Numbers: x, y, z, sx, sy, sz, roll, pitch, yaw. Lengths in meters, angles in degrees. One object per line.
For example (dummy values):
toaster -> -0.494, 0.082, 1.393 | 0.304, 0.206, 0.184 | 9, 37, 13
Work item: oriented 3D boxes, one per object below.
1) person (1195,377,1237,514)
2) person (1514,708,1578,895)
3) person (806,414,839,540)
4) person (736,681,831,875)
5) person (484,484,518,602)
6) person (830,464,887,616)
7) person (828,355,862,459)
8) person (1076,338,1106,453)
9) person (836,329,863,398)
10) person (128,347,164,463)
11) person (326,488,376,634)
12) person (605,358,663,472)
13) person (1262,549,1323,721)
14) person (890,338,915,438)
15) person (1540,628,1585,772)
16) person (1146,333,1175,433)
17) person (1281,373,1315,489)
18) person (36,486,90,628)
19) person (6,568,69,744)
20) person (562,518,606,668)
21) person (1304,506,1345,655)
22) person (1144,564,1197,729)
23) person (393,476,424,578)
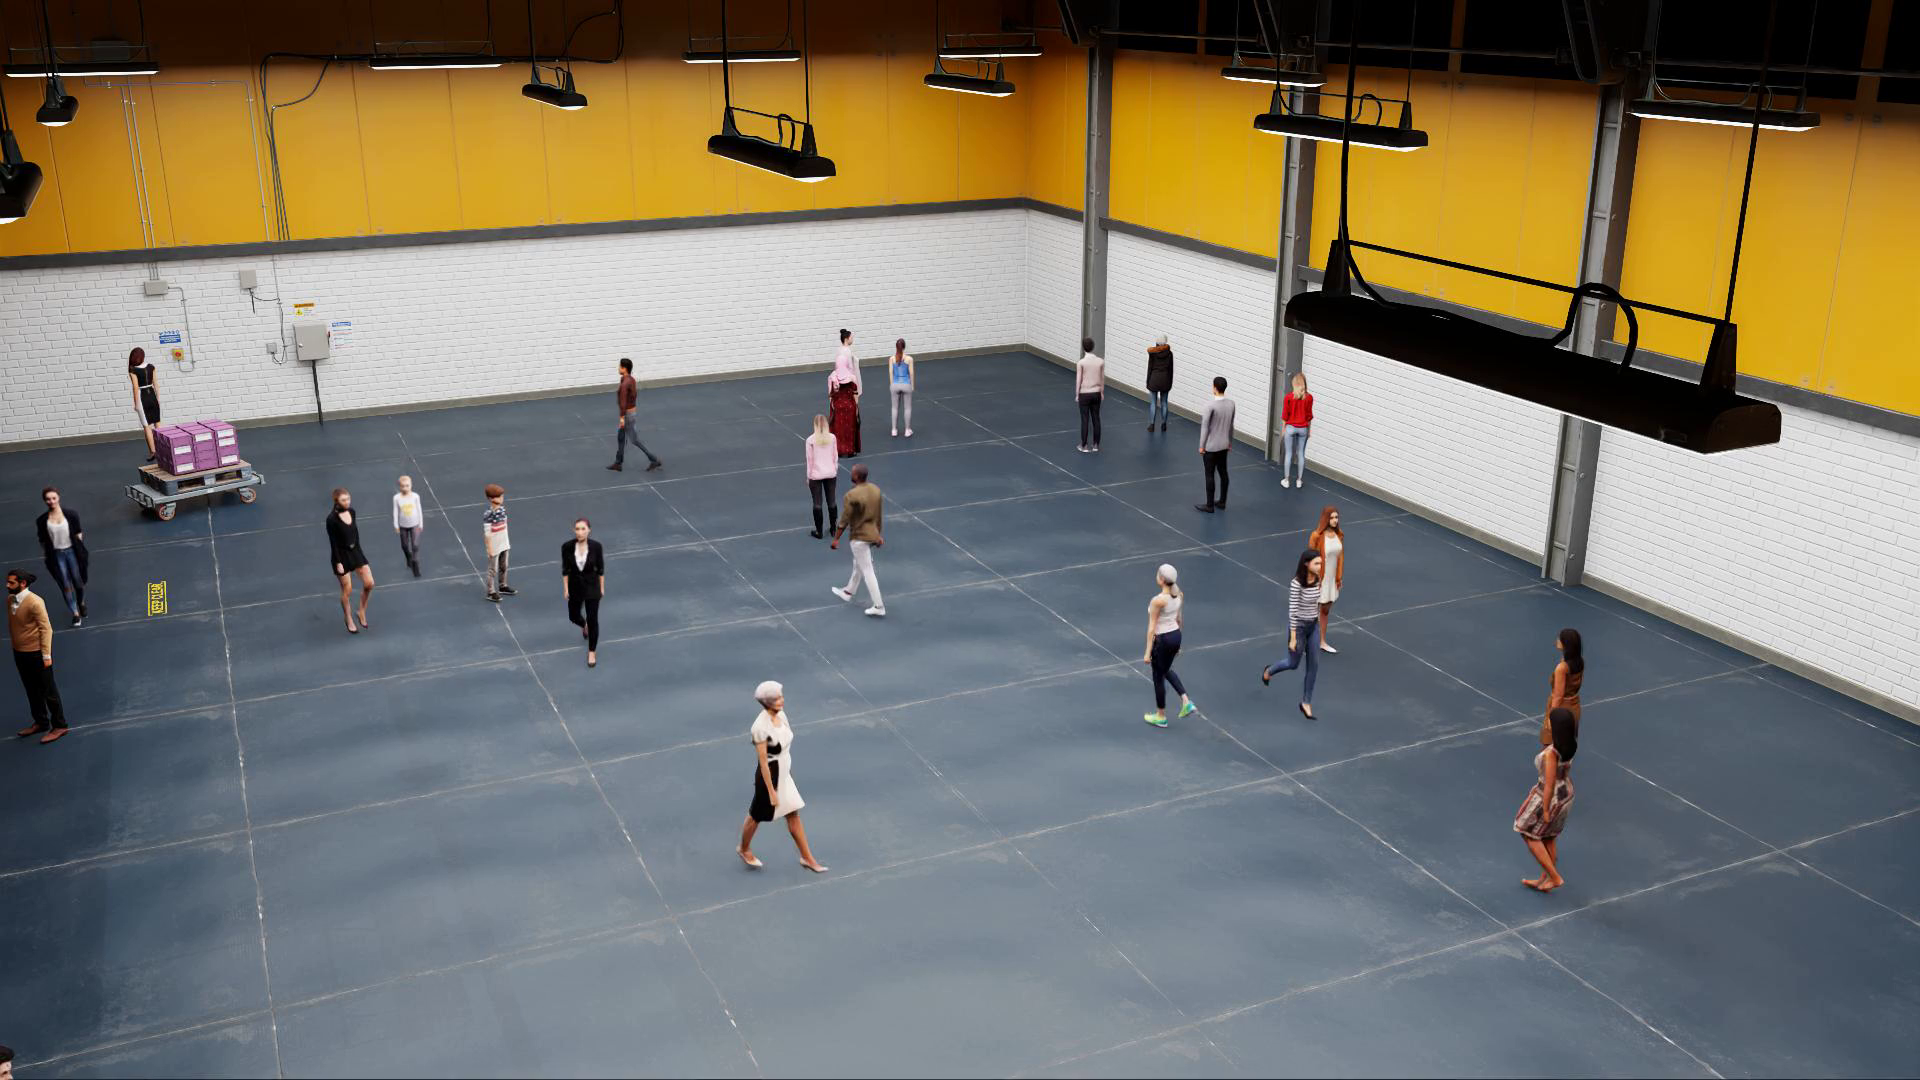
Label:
person -> 3.600, -1.342, 23.289 | 0.772, 1.922, 0.679 | -13, 23, -34
person -> 4.843, 2.136, 13.412 | 0.742, 1.635, 0.777 | -17, 25, -40
person -> -1.839, -0.860, 22.225 | 0.590, 1.687, 0.523 | -9, 20, -24
person -> -1.636, 1.992, 13.731 | 1.158, 1.703, 1.083 | 7, 20, 20
person -> -5.577, 0.017, 20.019 | 0.662, 1.435, 0.609 | 8, 20, 22
person -> -1.066, 0.025, 19.432 | 1.261, 1.793, 1.090 | 12, 22, 32
person -> -1.813, -2.096, 25.974 | 0.762, 1.637, 0.775 | 2, 19, 5
person -> 2.048, -2.303, 26.324 | 0.661, 1.807, 0.590 | -5, 19, -14
person -> -1.865, -2.618, 27.358 | 0.765, 1.743, 0.586 | -6, 20, -18
person -> -12.575, -2.101, 25.742 | 0.666, 1.795, 0.648 | 11, 22, 30
person -> -7.003, 0.234, 18.887 | 0.785, 1.746, 0.735 | 10, 21, 27
person -> -4.907, -1.844, 25.059 | 1.033, 1.744, 1.158 | 0, 19, 0
person -> 3.387, 0.929, 16.778 | 0.728, 1.775, 1.022 | -14, 23, -35
person -> -0.958, -2.497, 27.213 | 0.639, 1.606, 0.668 | 3, 19, 8
person -> 5.432, 1.588, 14.959 | 0.634, 1.686, 0.643 | 17, 25, 41
person -> 3.302, -2.611, 27.509 | 0.688, 1.634, 0.690 | -3, 19, -9
person -> 4.944, -1.610, 24.430 | 0.677, 1.702, 0.646 | -1, 19, -2
person -> -10.324, 0.166, 19.199 | 0.652, 1.675, 0.677 | -8, 20, -22
person -> -9.078, 1.104, 16.288 | 0.731, 1.754, 0.814 | 9, 20, 24
person -> -4.100, 0.530, 18.166 | 0.787, 1.643, 1.009 | -2, 19, -7
person -> 4.001, 0.427, 18.351 | 0.593, 1.721, 0.550 | -8, 20, -23
person -> 2.111, 1.080, 16.463 | 0.866, 1.688, 0.761 | 16, 25, 40
person -> -6.948, -0.206, 20.946 | 0.558, 1.266, 0.884 | -6, 20, -17
